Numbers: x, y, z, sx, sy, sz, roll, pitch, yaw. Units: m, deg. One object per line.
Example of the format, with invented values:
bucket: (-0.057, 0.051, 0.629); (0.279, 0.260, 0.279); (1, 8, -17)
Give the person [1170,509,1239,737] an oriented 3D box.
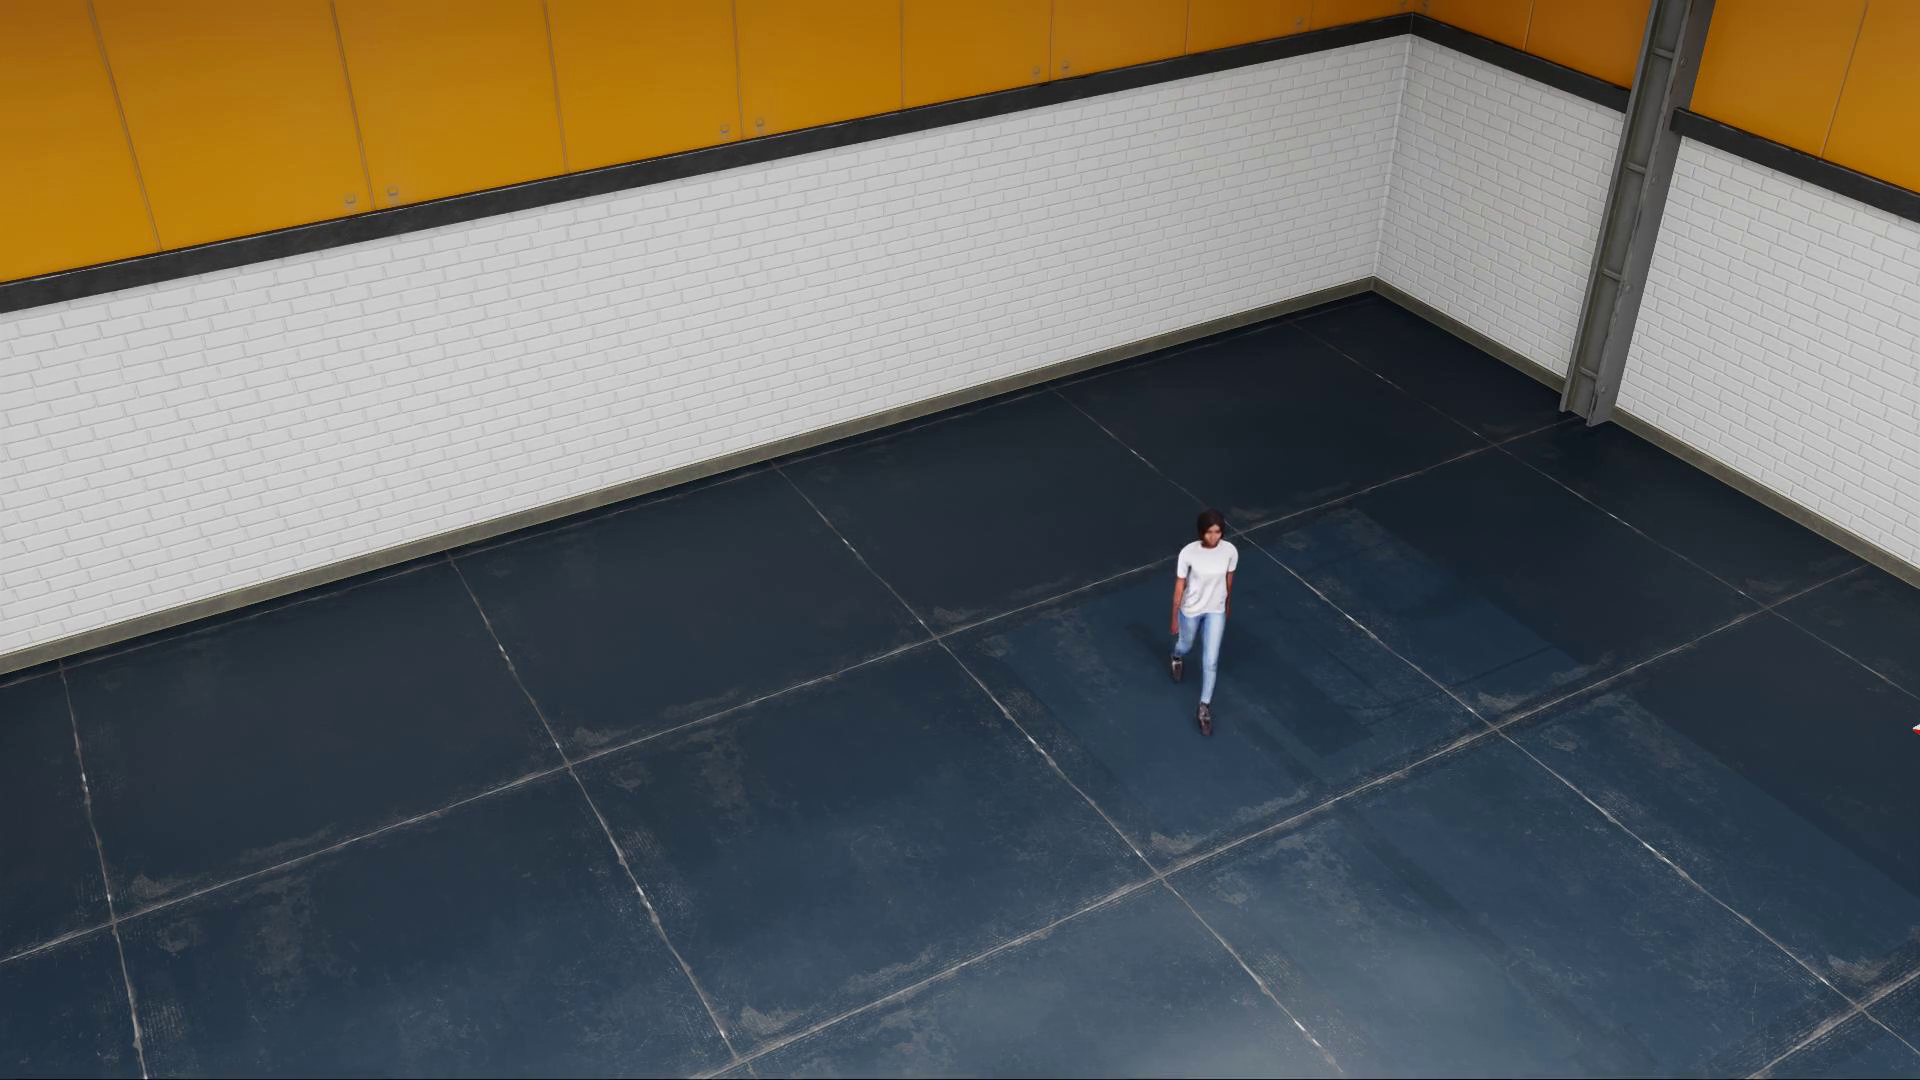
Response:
person: (1.710, 0.485, 11.977); (0.916, 1.682, 1.201); (-3, 34, -4)
